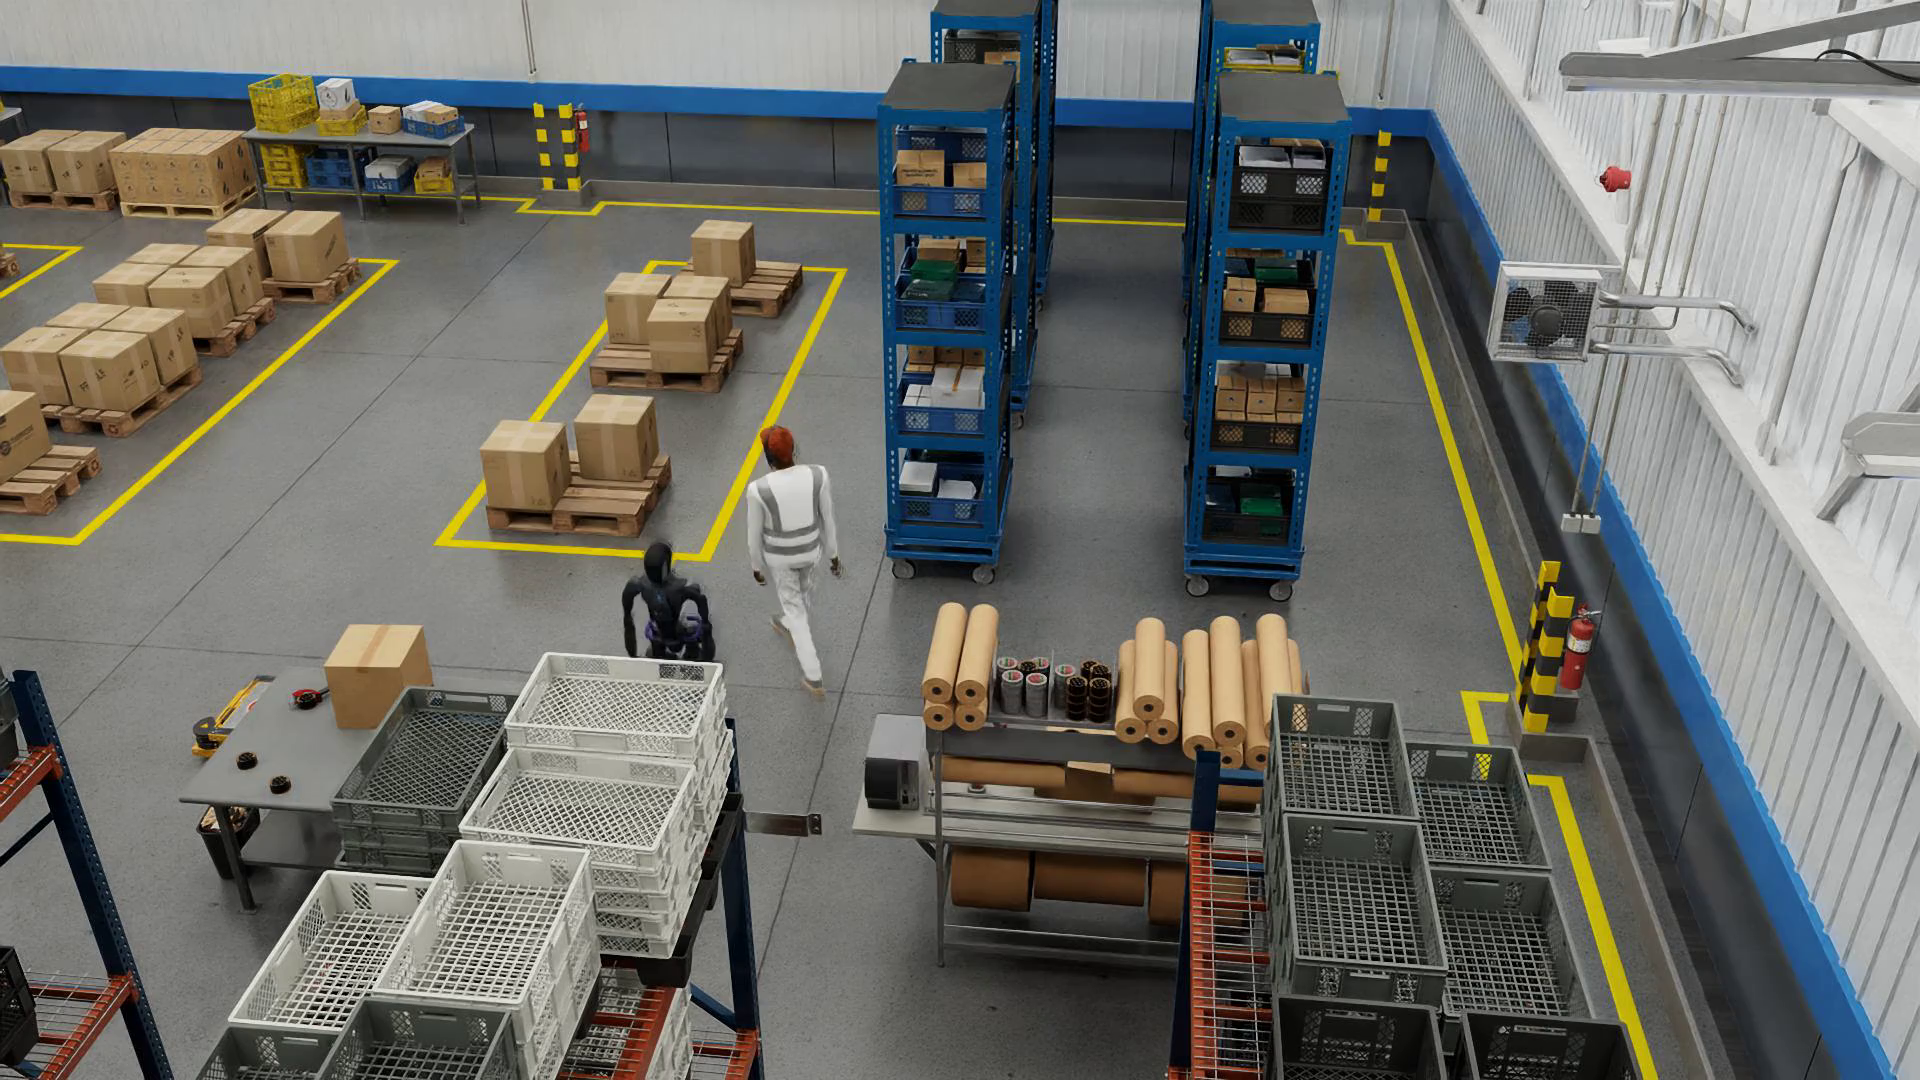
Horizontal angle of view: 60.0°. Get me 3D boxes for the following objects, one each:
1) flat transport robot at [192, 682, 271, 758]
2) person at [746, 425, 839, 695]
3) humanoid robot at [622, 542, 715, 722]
[{"bbox_3d":[-4.089,1.163,10.648,1.431,0.197,0.652,3,30,6],"label":"flat transport robot"},{"bbox_3d":[-1.118,0.073,11.003,0.587,1.826,0.992,-15,33,-24],"label":"person"},{"bbox_3d":[-1.739,0.672,10.127,0.590,1.637,0.486,3,30,5],"label":"humanoid robot"}]
